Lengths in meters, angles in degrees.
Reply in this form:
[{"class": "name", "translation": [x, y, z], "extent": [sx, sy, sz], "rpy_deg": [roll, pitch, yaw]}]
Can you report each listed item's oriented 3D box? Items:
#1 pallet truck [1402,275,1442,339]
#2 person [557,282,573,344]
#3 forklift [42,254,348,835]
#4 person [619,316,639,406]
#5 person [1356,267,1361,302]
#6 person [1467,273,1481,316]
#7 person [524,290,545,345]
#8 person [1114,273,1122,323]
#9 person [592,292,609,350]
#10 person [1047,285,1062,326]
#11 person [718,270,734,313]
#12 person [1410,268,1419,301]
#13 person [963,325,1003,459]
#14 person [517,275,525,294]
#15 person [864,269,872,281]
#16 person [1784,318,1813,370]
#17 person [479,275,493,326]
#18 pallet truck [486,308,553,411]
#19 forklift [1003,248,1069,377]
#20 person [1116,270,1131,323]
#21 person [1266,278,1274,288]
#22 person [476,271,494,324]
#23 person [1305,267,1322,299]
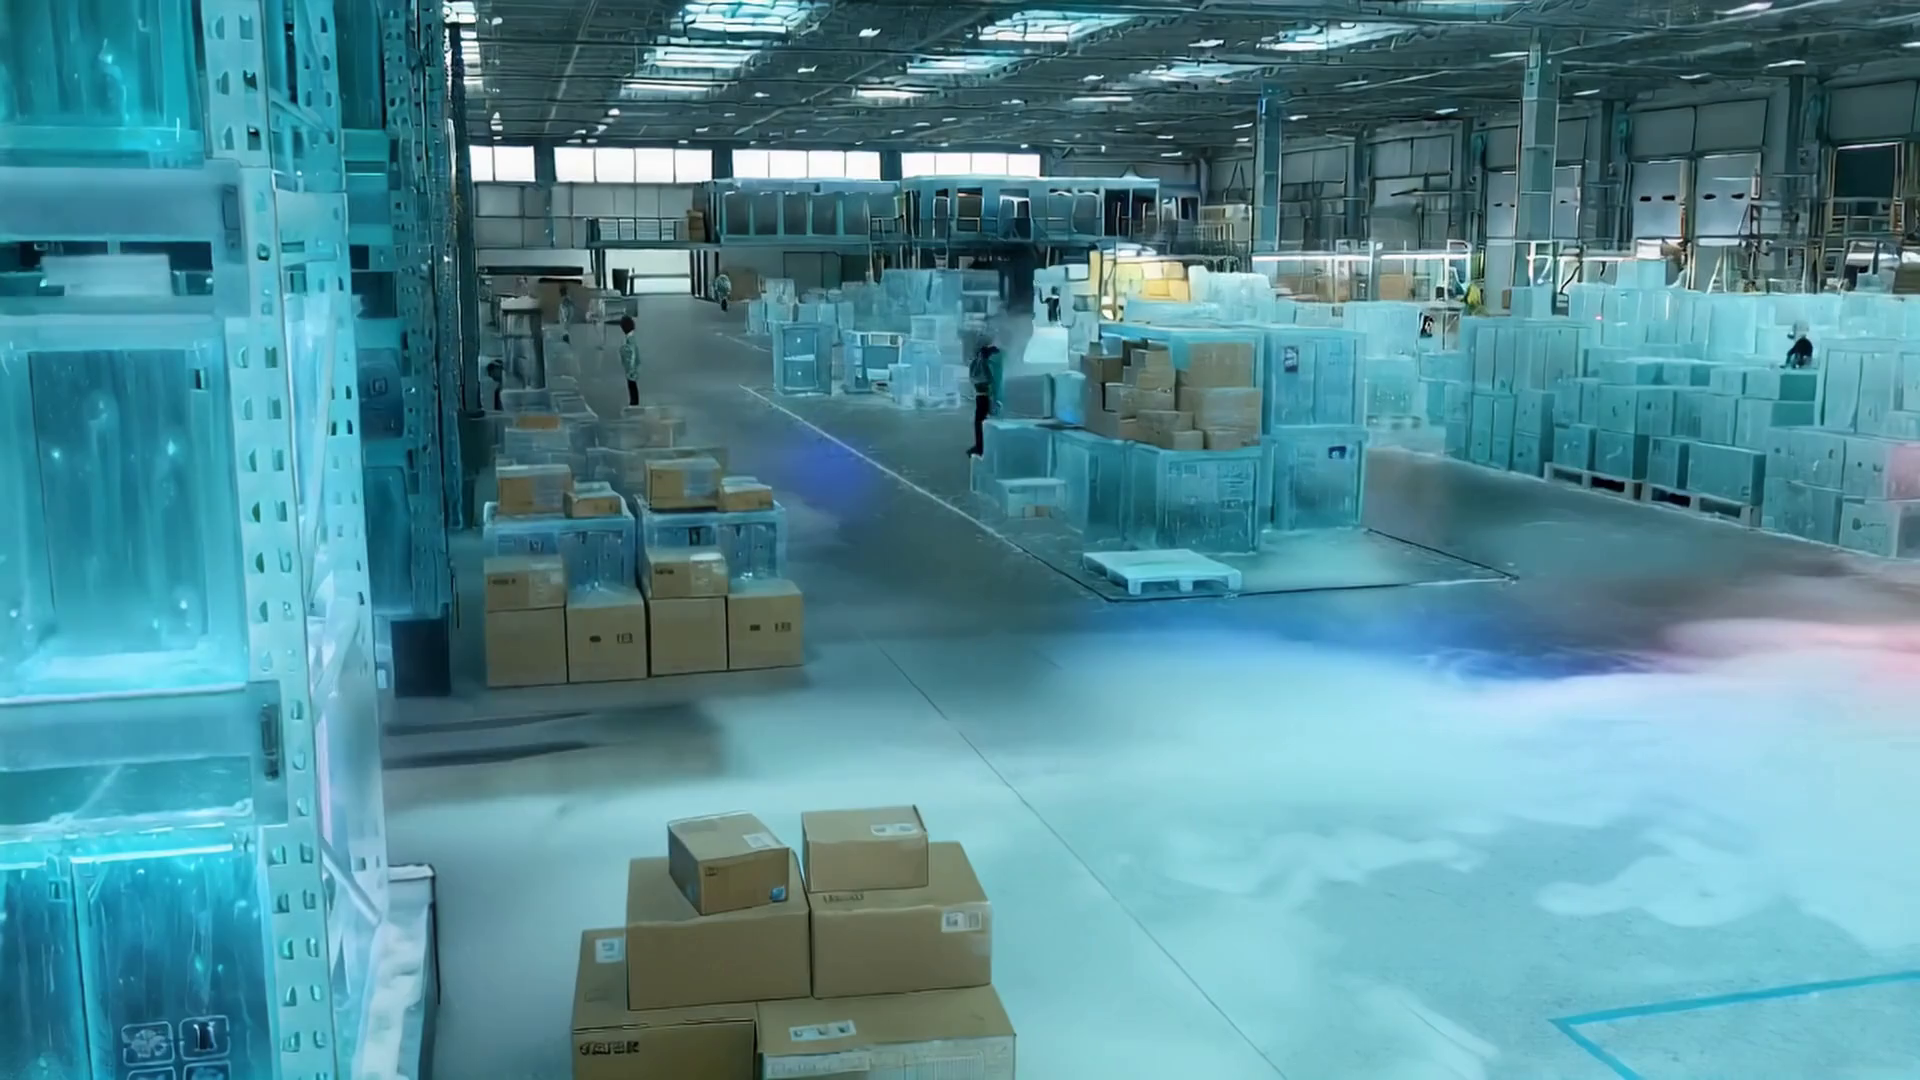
[{"class": "pallet truck", "translation": [14.620, -7.324, 52.145], "extent": [0.823, 1.965, 1.885], "rpy_deg": [8, 13, 40]}, {"class": "person", "translation": [-10.250, -5.705, 43.092], "extent": [0.428, 1.961, 0.626], "rpy_deg": [-2, 10, -11]}, {"class": "forklift", "translation": [-3.994, 0.016, 8.085], "extent": [1.873, 2.768, 1.129], "rpy_deg": [-3, 10, -15]}, {"class": "person", "translation": [-5.634, -2.974, 28.375], "extent": [0.320, 1.692, 0.531], "rpy_deg": [-3, 10, -16]}, {"class": "person", "translation": [19.164, -12.301, 80.715], "extent": [0.614, 1.861, 1.017], "rpy_deg": [-6, 12, -31]}, {"class": "person", "translation": [18.387, -8.593, 59.572], "extent": [0.581, 1.919, 0.394], "rpy_deg": [-2, 10, -9]}, {"class": "person", "translation": [-12.545, -6.517, 48.711], "extent": [0.516, 1.581, 0.893], "rpy_deg": [4, 11, 22]}, {"class": "person", "translation": [5.674, -8.500, 59.030], "extent": [0.560, 1.916, 0.449], "rpy_deg": [-6, 12, -29]}, {"class": "person", "translation": [-10.028, -6.096, 46.251], "extent": [0.528, 1.618, 0.547], "rpy_deg": [-8, 13, -40]}, {"class": "person", "translation": [2.503, -5.834, 44.112], "extent": [0.325, 1.860, 0.511], "rpy_deg": [-8, 13, -40]}, {"class": "person", "translation": [-10.209, -10.777, 72.191], "extent": [0.928, 1.835, 0.586], "rpy_deg": [8, 13, 37]}, {"class": "person", "translation": [21.141, -11.704, 77.287], "extent": [0.693, 1.894, 0.639], "rpy_deg": [4, 11, 23]}, {"class": "person", "translation": [0.449, -1.999, 22.513], "extent": [0.797, 1.822, 0.617], "rpy_deg": [-2, 10, -12]}, {"class": "person", "translation": [-17.339, -9.599, 65.747], "extent": [0.294, 1.744, 0.487], "rpy_deg": [-8, 13, -37]}, {"class": "person", "translation": [-4.143, -11.443, 75.934], "extent": [0.400, 1.829, 0.545], "rpy_deg": [6, 12, 31]}, {"class": "person", "translation": [10.862, -1.903, 21.615], "extent": [0.356, 1.938, 0.633], "rpy_deg": [5, 11, 27]}, {"class": "person", "translation": [-17.021, -8.610, 59.889], "extent": [0.588, 1.835, 0.403], "rpy_deg": [7, 12, 36]}, {"class": "pallet truck", "translation": [-6.242, -2.418, 24.362], "extent": [0.823, 1.965, 1.885], "rpy_deg": [1, 10, 3]}, {"class": "forklift", "translation": [1.386, -5.040, 36.712], "extent": [1.873, 2.768, 1.129], "rpy_deg": [-3, 10, -15]}, {"class": "person", "translation": [5.676, -8.406, 58.147], "extent": [0.538, 2.000, 0.683], "rpy_deg": [4, 11, 20]}, {"class": "person", "translation": [9.832, -7.383, 52.856], "extent": [0.595, 1.856, 0.702], "rpy_deg": [4, 11, 22]}, {"class": "person", "translation": [-17.449, -8.880, 61.085], "extent": [0.641, 1.956, 0.691], "rpy_deg": [-2, 10, -12]}, {"class": "person", "translation": [18.869, -13.631, 88.423], "extent": [0.629, 1.794, 0.980], "rpy_deg": [-7, 12, -36]}]
